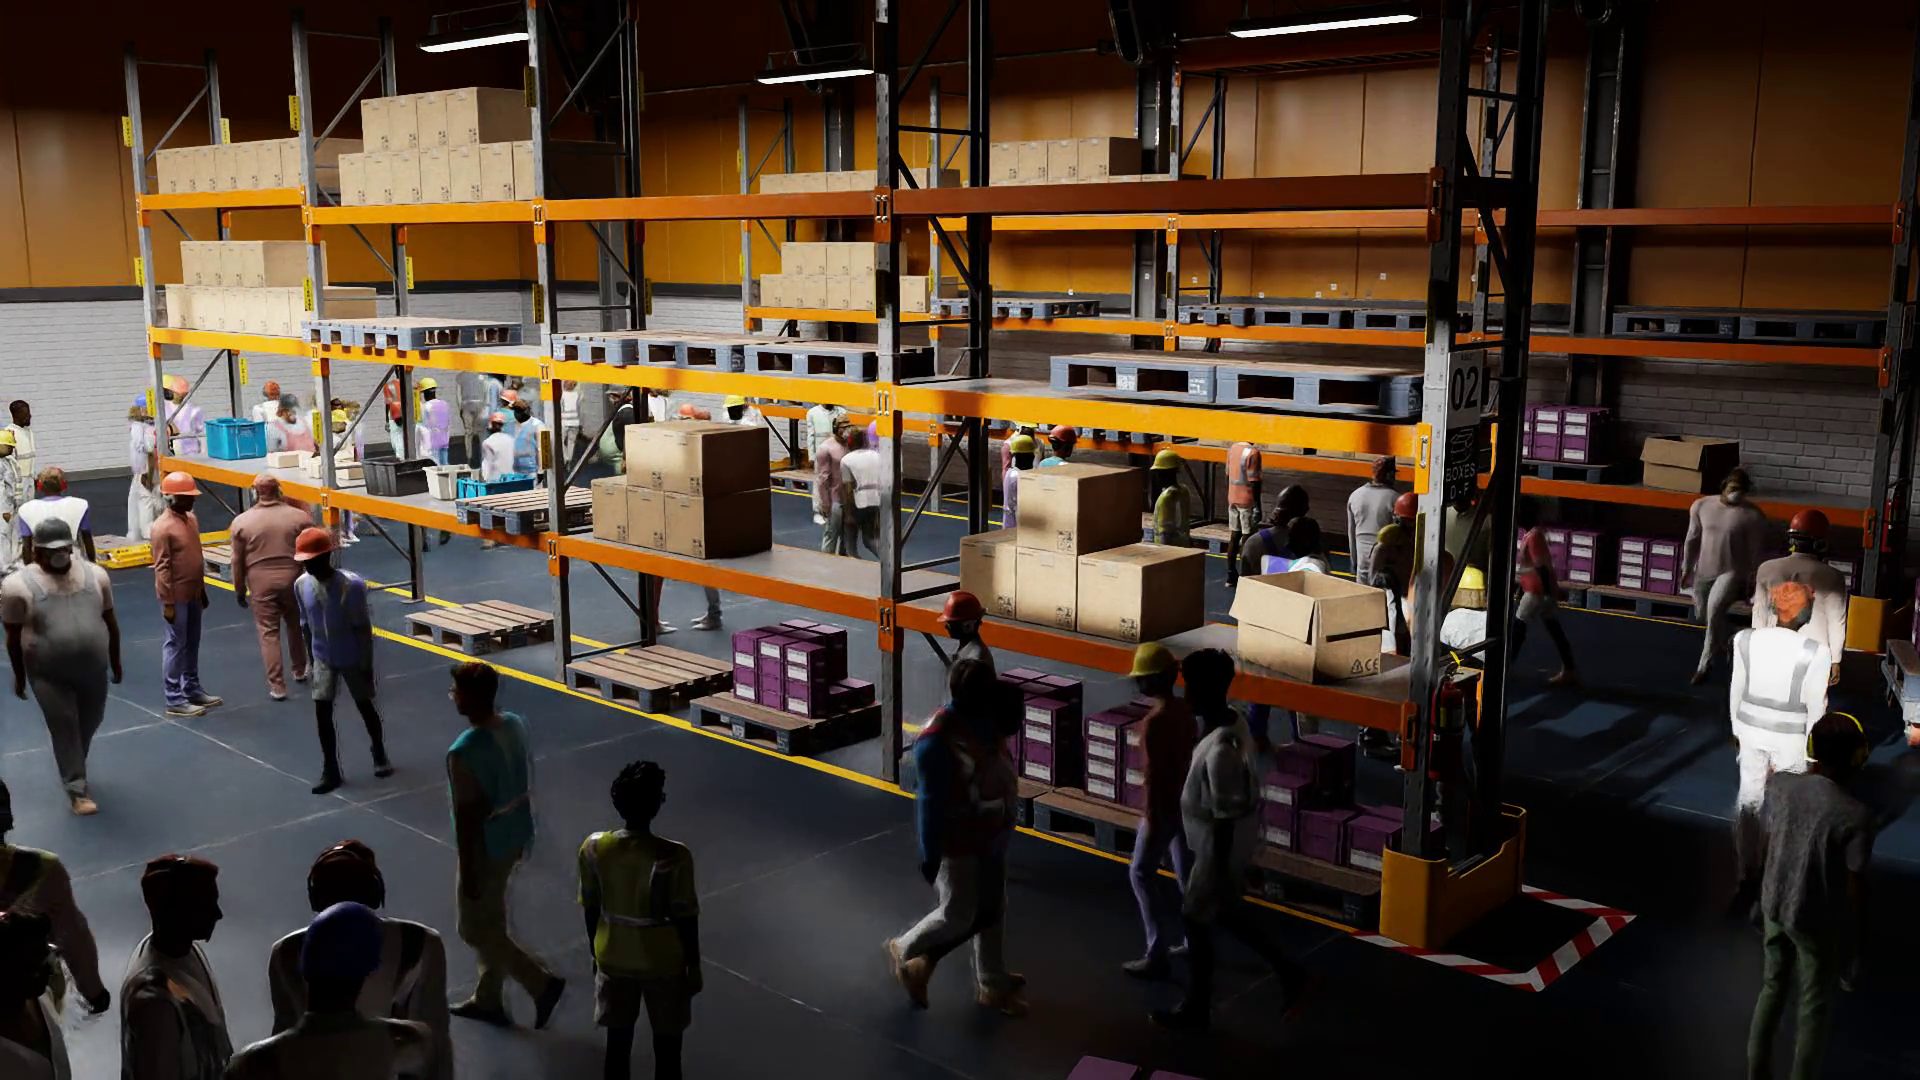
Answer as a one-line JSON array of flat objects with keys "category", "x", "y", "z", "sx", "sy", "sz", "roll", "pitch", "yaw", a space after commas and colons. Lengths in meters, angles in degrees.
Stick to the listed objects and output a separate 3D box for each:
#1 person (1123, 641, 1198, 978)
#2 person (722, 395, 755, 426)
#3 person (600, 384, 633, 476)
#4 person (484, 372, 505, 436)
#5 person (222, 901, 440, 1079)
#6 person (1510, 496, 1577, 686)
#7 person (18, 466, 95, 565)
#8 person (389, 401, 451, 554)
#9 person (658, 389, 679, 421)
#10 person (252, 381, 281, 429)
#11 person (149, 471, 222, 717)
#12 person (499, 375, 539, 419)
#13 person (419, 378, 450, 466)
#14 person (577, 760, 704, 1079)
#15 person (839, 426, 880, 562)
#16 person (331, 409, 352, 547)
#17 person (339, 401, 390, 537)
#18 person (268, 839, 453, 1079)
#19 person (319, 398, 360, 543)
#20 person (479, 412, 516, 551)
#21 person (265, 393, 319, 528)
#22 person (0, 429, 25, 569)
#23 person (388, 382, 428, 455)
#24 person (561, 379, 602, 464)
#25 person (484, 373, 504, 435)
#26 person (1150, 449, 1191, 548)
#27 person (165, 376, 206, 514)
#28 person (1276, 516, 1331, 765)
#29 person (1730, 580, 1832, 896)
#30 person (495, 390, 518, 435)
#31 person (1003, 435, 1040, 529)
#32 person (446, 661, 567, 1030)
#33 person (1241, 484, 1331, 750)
[{"category": "person", "x": 1.072, "y": 1.391, "z": 8.682, "sx": 0.426, "sy": 1.743, "sz": 0.547, "roll": 7, "pitch": 12, "yaw": 36}, {"category": "person", "x": -2.845, "y": -0.949, "z": 21.436, "sx": 0.406, "sy": 1.912, "sz": 0.610, "roll": -7, "pitch": 12, "yaw": -35}, {"category": "person", "x": -4.495, "y": -1.122, "z": 22.034, "sx": 0.535, "sy": 2.000, "sz": 0.684, "roll": -2, "pitch": 10, "yaw": -12}, {"category": "person", "x": -8.719, "y": -2.600, "z": 30.946, "sx": 0.508, "sy": 1.847, "sz": 0.345, "roll": -4, "pitch": 11, "yaw": -23}, {"category": "person", "x": -1.833, "y": 1.980, "z": 4.860, "sx": 0.627, "sy": 1.925, "sz": 0.551, "roll": -6, "pitch": 12, "yaw": -30}, {"category": "person", "x": 4.933, "y": 0.438, "z": 14.341, "sx": 0.886, "sy": 1.626, "sz": 0.538, "roll": 4, "pitch": 11, "yaw": 23}, {"category": "person", "x": -8.039, "y": 0.252, "z": 14.875, "sx": 0.578, "sy": 1.831, "sz": 0.443, "roll": -5, "pitch": 11, "yaw": -26}, {"category": "person", "x": -6.682, "y": -0.779, "z": 20.503, "sx": 0.600, "sy": 1.898, "sz": 0.616, "roll": 5, "pitch": 11, "yaw": 25}, {"category": "person", "x": -4.617, "y": -1.653, "z": 25.971, "sx": 0.507, "sy": 1.697, "sz": 0.613, "roll": 9, "pitch": 13, "yaw": 42}, {"category": "person", "x": -9.668, "y": -1.302, "z": 23.501, "sx": 0.576, "sy": 1.883, "sz": 0.354, "roll": -8, "pitch": 13, "yaw": -38}, {"category": "person", "x": -6.258, "y": 0.431, "z": 13.421, "sx": 0.408, "sy": 1.987, "sz": 0.614, "roll": 0, "pitch": 10, "yaw": 1}, {"category": "person", "x": -6.857, "y": -1.713, "z": 25.794, "sx": 0.675, "sy": 1.891, "sz": 0.427, "roll": 1, "pitch": 10, "yaw": 8}, {"category": "person", "x": -7.483, "y": -1.345, "z": 23.654, "sx": 0.398, "sy": 1.914, "sz": 0.589, "roll": 4, "pitch": 11, "yaw": 19}, {"category": "person", "x": -1.301, "y": 1.735, "z": 6.857, "sx": 0.541, "sy": 1.696, "sz": 0.316, "roll": 3, "pitch": 11, "yaw": 17}, {"category": "person", "x": -1.025, "y": -0.347, "z": 18.320, "sx": 0.724, "sy": 1.810, "sz": 0.602, "roll": 9, "pitch": 14, "yaw": 43}, {"category": "person", "x": -7.830, "y": -0.778, "z": 20.962, "sx": 0.351, "sy": 1.735, "sz": 0.485, "roll": -4, "pitch": 11, "yaw": -20}, {"category": "person", "x": -7.853, "y": -0.903, "z": 21.534, "sx": 0.902, "sy": 1.784, "sz": 0.520, "roll": 5, "pitch": 11, "yaw": 25}, {"category": "person", "x": -1.962, "y": 1.885, "z": 5.491, "sx": 0.574, "sy": 1.881, "sz": 0.339, "roll": -1, "pitch": 10, "yaw": -7}, {"category": "person", "x": -7.871, "y": -0.872, "z": 21.123, "sx": 0.513, "sy": 1.865, "sz": 0.329, "roll": -7, "pitch": 12, "yaw": -35}, {"category": "person", "x": -5.785, "y": -0.733, "z": 20.753, "sx": 0.384, "sy": 1.719, "sz": 0.591, "roll": 5, "pitch": 11, "yaw": 24}, {"category": "person", "x": -8.399, "y": -0.912, "z": 20.849, "sx": 1.050, "sy": 2.000, "sz": 0.681, "roll": 3, "pitch": 11, "yaw": 19}, {"category": "person", "x": -11.174, "y": -0.485, "z": 19.563, "sx": 0.310, "sy": 1.642, "sz": 0.514, "roll": -6, "pitch": 12, "yaw": -30}, {"category": "person", "x": -7.605, "y": -1.240, "z": 23.024, "sx": 0.378, "sy": 1.931, "sz": 0.629, "roll": 5, "pitch": 11, "yaw": 26}, {"category": "person", "x": -6.569, "y": -2.194, "z": 28.415, "sx": 0.840, "sy": 1.936, "sz": 0.627, "roll": 3, "pitch": 10, "yaw": 16}, {"category": "person", "x": -7.753, "y": -2.001, "z": 27.977, "sx": 0.540, "sy": 1.695, "sz": 0.317, "roll": 6, "pitch": 12, "yaw": 32}, {"category": "person", "x": 1.918, "y": 0.123, "z": 15.322, "sx": 0.387, "sy": 1.922, "sz": 0.593, "roll": 5, "pitch": 11, "yaw": 24}, {"category": "person", "x": -10.577, "y": -1.219, "z": 22.609, "sx": 0.637, "sy": 2.028, "sz": 0.646, "roll": -4, "pitch": 11, "yaw": -24}, {"category": "person", "x": 2.475, "y": 0.739, "z": 12.079, "sx": 0.429, "sy": 1.841, "sz": 0.634, "roll": 2, "pitch": 10, "yaw": 12}, {"category": "person", "x": 4.718, "y": 1.156, "z": 9.630, "sx": 0.417, "sy": 1.868, "sz": 0.588, "roll": -9, "pitch": 14, "yaw": -42}, {"category": "person", "x": -6.441, "y": -1.282, "z": 23.801, "sx": 0.577, "sy": 1.737, "sz": 0.355, "roll": 5, "pitch": 11, "yaw": 28}, {"category": "person", "x": 0.604, "y": -0.082, "z": 16.468, "sx": 0.359, "sy": 1.930, "sz": 0.588, "roll": -1, "pitch": 10, "yaw": -4}, {"category": "person", "x": -2.207, "y": 1.472, "z": 7.972, "sx": 0.626, "sy": 1.830, "sz": 0.572, "roll": 3, "pitch": 10, "yaw": 15}, {"category": "person", "x": 2.450, "y": 0.583, "z": 12.394, "sx": 0.683, "sy": 2.000, "sz": 0.535, "roll": 6, "pitch": 12, "yaw": 31}]
